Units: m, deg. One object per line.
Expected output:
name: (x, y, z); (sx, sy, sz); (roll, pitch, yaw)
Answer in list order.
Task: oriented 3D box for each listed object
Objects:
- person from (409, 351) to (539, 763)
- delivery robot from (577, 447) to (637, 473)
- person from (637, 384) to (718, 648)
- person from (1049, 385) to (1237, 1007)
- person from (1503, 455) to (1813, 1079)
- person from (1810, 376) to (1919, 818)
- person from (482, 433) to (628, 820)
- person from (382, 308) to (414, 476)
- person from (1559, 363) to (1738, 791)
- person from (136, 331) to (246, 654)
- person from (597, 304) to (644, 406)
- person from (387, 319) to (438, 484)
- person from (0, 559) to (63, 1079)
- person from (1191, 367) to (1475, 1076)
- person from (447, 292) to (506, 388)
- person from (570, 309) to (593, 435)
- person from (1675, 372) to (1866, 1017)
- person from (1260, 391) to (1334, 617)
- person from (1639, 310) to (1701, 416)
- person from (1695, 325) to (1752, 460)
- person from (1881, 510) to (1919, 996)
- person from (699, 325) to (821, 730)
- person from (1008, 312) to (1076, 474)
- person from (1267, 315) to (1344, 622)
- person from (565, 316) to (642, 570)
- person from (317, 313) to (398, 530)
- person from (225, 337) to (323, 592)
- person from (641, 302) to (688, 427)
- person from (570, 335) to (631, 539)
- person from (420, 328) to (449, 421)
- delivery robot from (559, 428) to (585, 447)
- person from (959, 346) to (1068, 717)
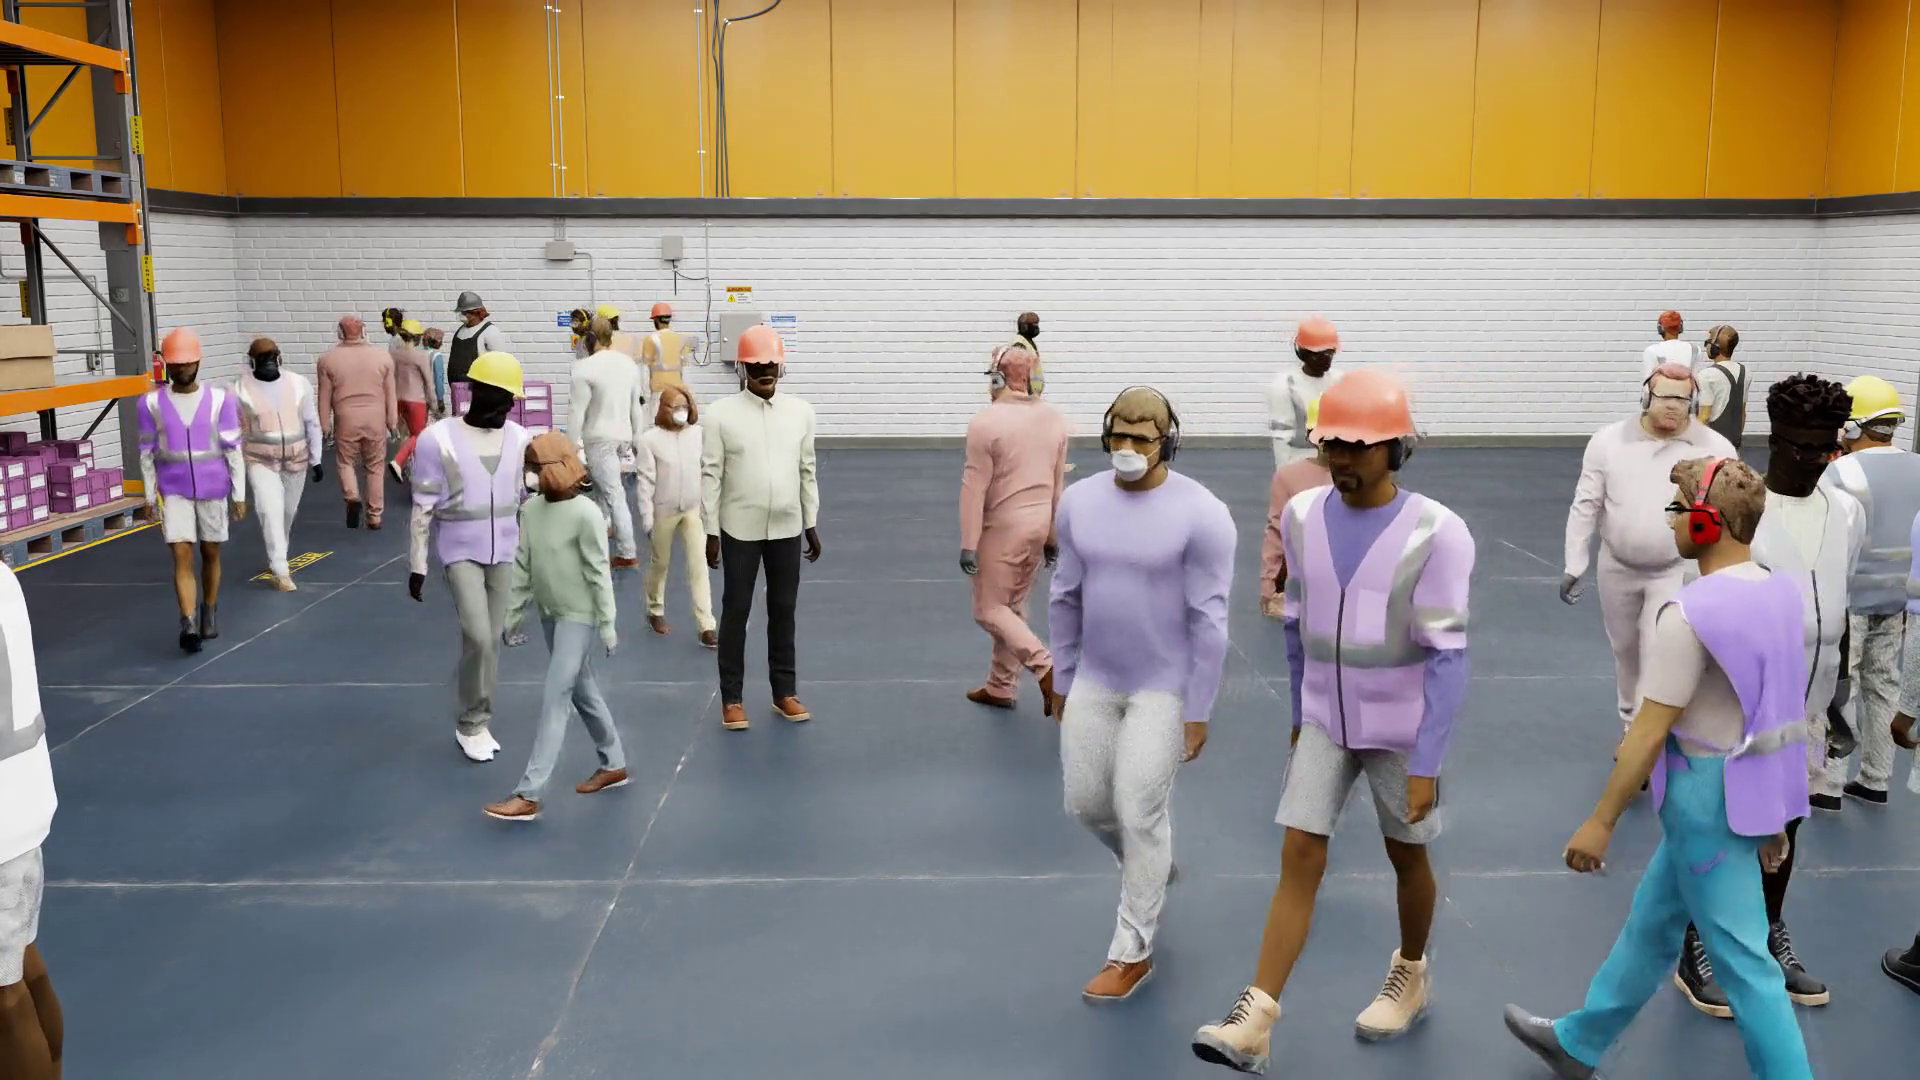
person: (-2.181, 0.082, 7.675); (0.628, 1.887, 0.618); (-9, 13, -43)
delivery robot: (-3.622, -0.847, 17.160); (0.707, 0.478, 0.477); (-2, 9, -13)
person: (-1.719, -0.161, 10.103); (0.508, 1.578, 0.873); (-5, 11, -29)
person: (0.565, 0.463, 5.255); (0.642, 1.923, 0.603); (7, 12, 36)
person: (1.848, 0.684, 4.260); (0.596, 1.794, 0.955); (-9, 13, -44)
person: (3.714, 0.238, 6.898); (0.593, 1.830, 0.404); (-3, 10, -17)
person: (-1.703, 0.348, 6.952); (0.514, 1.587, 0.794); (9, 13, 42)
person: (-6.109, -1.615, 18.207); (0.400, 1.847, 0.568); (0, 9, 1)
person: (3.012, 0.155, 7.330); (0.652, 1.849, 1.021); (6, 11, 34)
person: (-4.556, -0.283, 9.897); (0.569, 1.888, 0.957); (-4, 10, -25)
person: (-3.700, -1.645, 18.275); (0.623, 1.896, 0.699); (-9, 13, -43)
person: (-5.843, -1.463, 17.611); (0.526, 1.738, 0.736); (5, 11, 28)
person: (-2.316, 0.681, 3.865); (0.375, 1.934, 0.547); (-3, 10, -20)
person: (1.074, 0.524, 4.623); (0.620, 1.991, 1.038); (9, 13, 42)
person: (-5.226, -1.652, 17.843); (0.672, 2.000, 0.536); (6, 11, 33)
person: (-4.190, -1.639, 18.453); (0.990, 1.811, 0.507); (-8, 13, -42)
person: (2.481, 0.470, 5.081); (0.603, 1.959, 0.377); (-2, 10, -15)
person: (1.598, 0.212, 7.343); (0.552, 1.721, 0.867); (4, 10, 21)
person: (6.608, -1.201, 15.547); (0.573, 1.887, 0.355); (-2, 9, -9)
person: (5.746, -0.708, 12.650); (0.507, 1.847, 0.345); (-5, 10, -27)
person: (3.167, 0.471, 5.130); (0.545, 1.942, 0.354); (1, 9, 6)
person: (-0.975, -0.062, 8.235); (0.623, 1.992, 0.396); (-5, 10, -27)
person: (0.807, -1.552, 17.968); (0.941, 1.796, 0.639); (3, 10, 17)
person: (2.242, -0.390, 10.302); (0.710, 1.981, 0.958); (-6, 11, -32)
person: (-2.803, -0.735, 12.628); (0.935, 1.901, 0.656); (5, 11, 28)
person: (-5.161, -0.997, 14.299); (0.655, 1.894, 0.541); (-4, 10, -24)
person: (-4.960, -0.573, 12.010); (0.619, 1.800, 0.965); (-7, 12, -38)
person: (-3.271, -1.715, 18.678); (0.594, 1.904, 0.847); (-9, 13, -44)
person: (-3.093, -0.960, 14.294); (0.534, 1.828, 0.956); (-1, 9, -6)
person: (-5.865, -1.558, 18.586); (0.642, 1.592, 0.696); (7, 12, 36)
delivery robot: (-4.243, -0.963, 17.873); (0.707, 0.478, 0.477); (-2, 9, -14)
person: (0.295, -0.029, 8.359); (0.651, 1.883, 0.732); (-9, 13, -44)
